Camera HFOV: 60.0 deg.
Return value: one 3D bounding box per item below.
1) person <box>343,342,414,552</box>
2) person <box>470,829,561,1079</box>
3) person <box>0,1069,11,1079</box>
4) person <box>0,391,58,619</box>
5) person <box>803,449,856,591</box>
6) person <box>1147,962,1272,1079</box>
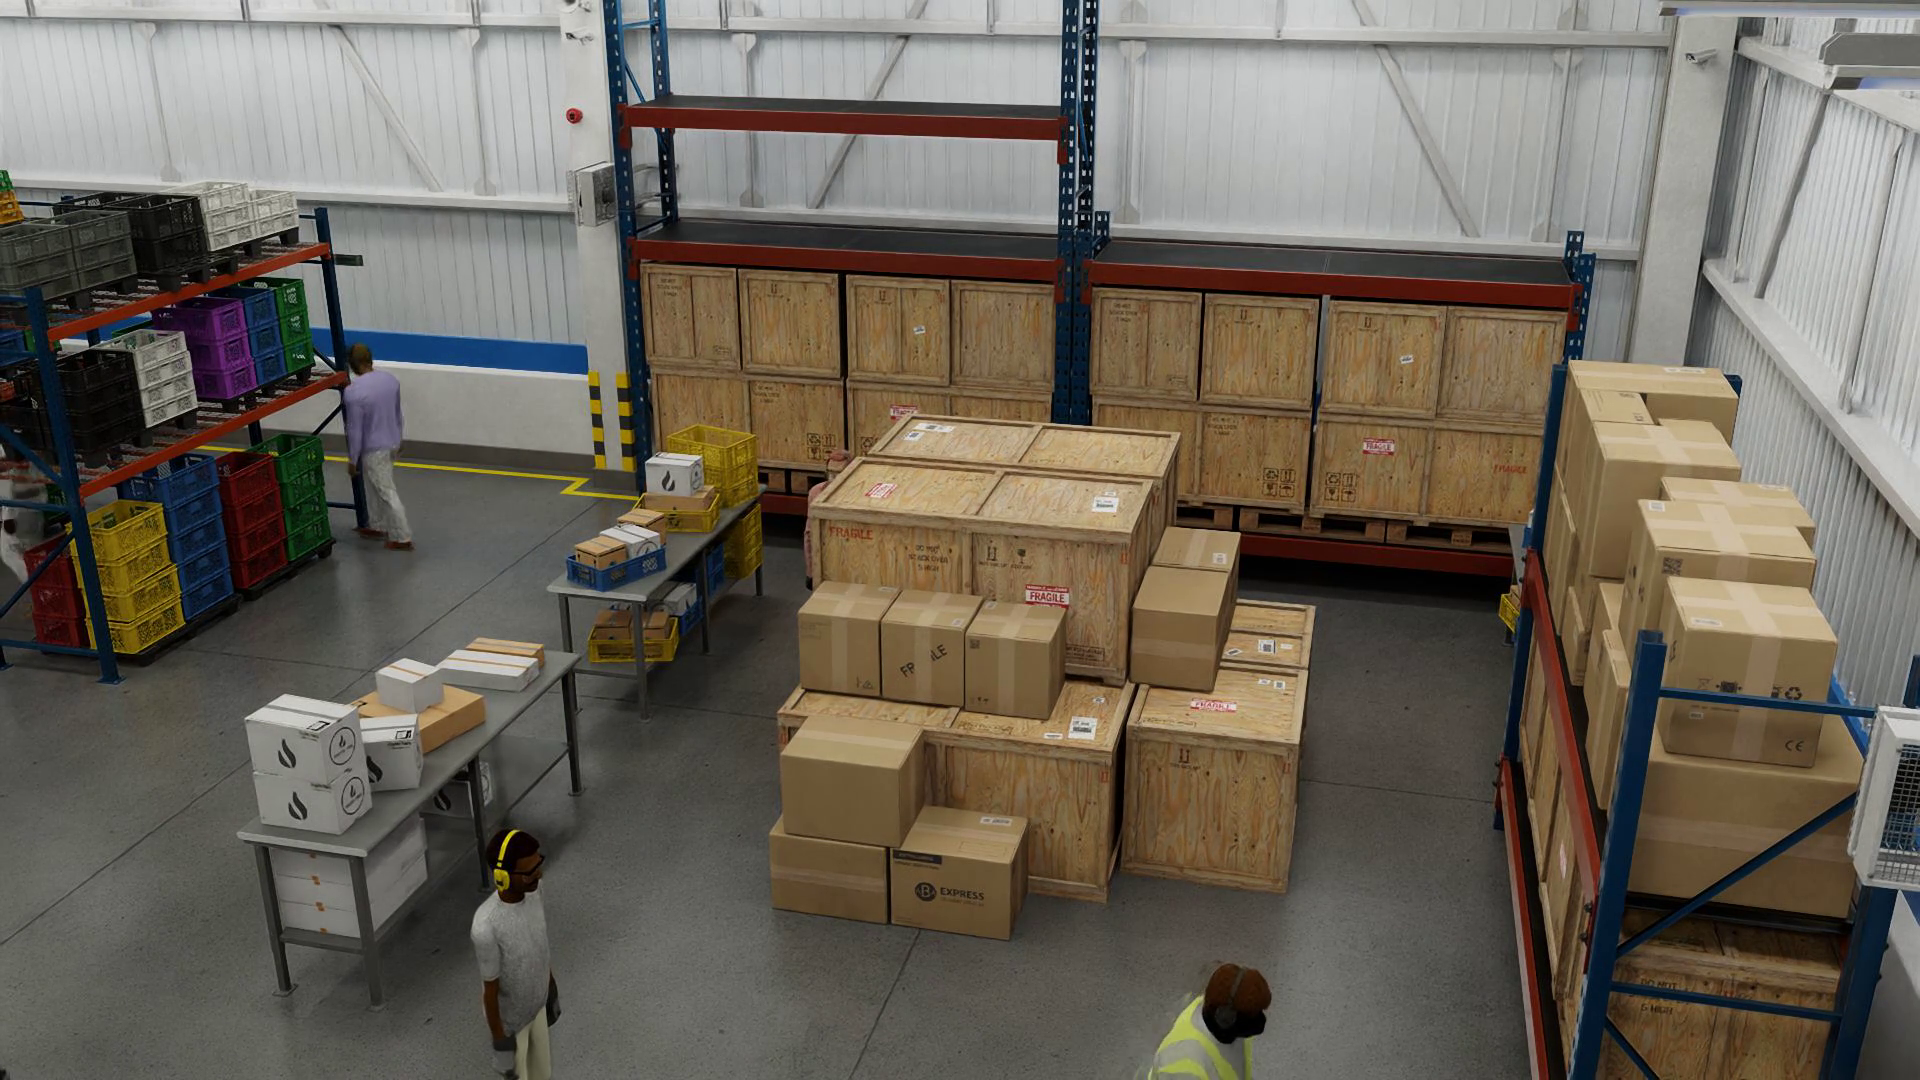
[{"bbox_3d":[-5.266,-0.838,14.921,0.573,1.926,0.652,7,22,17],"label":"person"},{"bbox_3d":[-1.917,2.097,7.320,0.328,1.861,0.504,6,22,16],"label":"person"},{"bbox_3d":[-5.113,1.964,7.766,0.704,1.814,0.604,-5,21,-13],"label":"person"},{"bbox_3d":[-7.630,-0.287,13.564,0.393,1.854,0.687,-1,21,-3],"label":"person"},{"bbox_3d":[-0.856,0.254,12.064,0.641,1.912,0.410,9,23,22],"label":"person"},{"bbox_3d":[0.819,2.404,6.651,1.034,1.778,0.646,11,24,27],"label":"person"}]
